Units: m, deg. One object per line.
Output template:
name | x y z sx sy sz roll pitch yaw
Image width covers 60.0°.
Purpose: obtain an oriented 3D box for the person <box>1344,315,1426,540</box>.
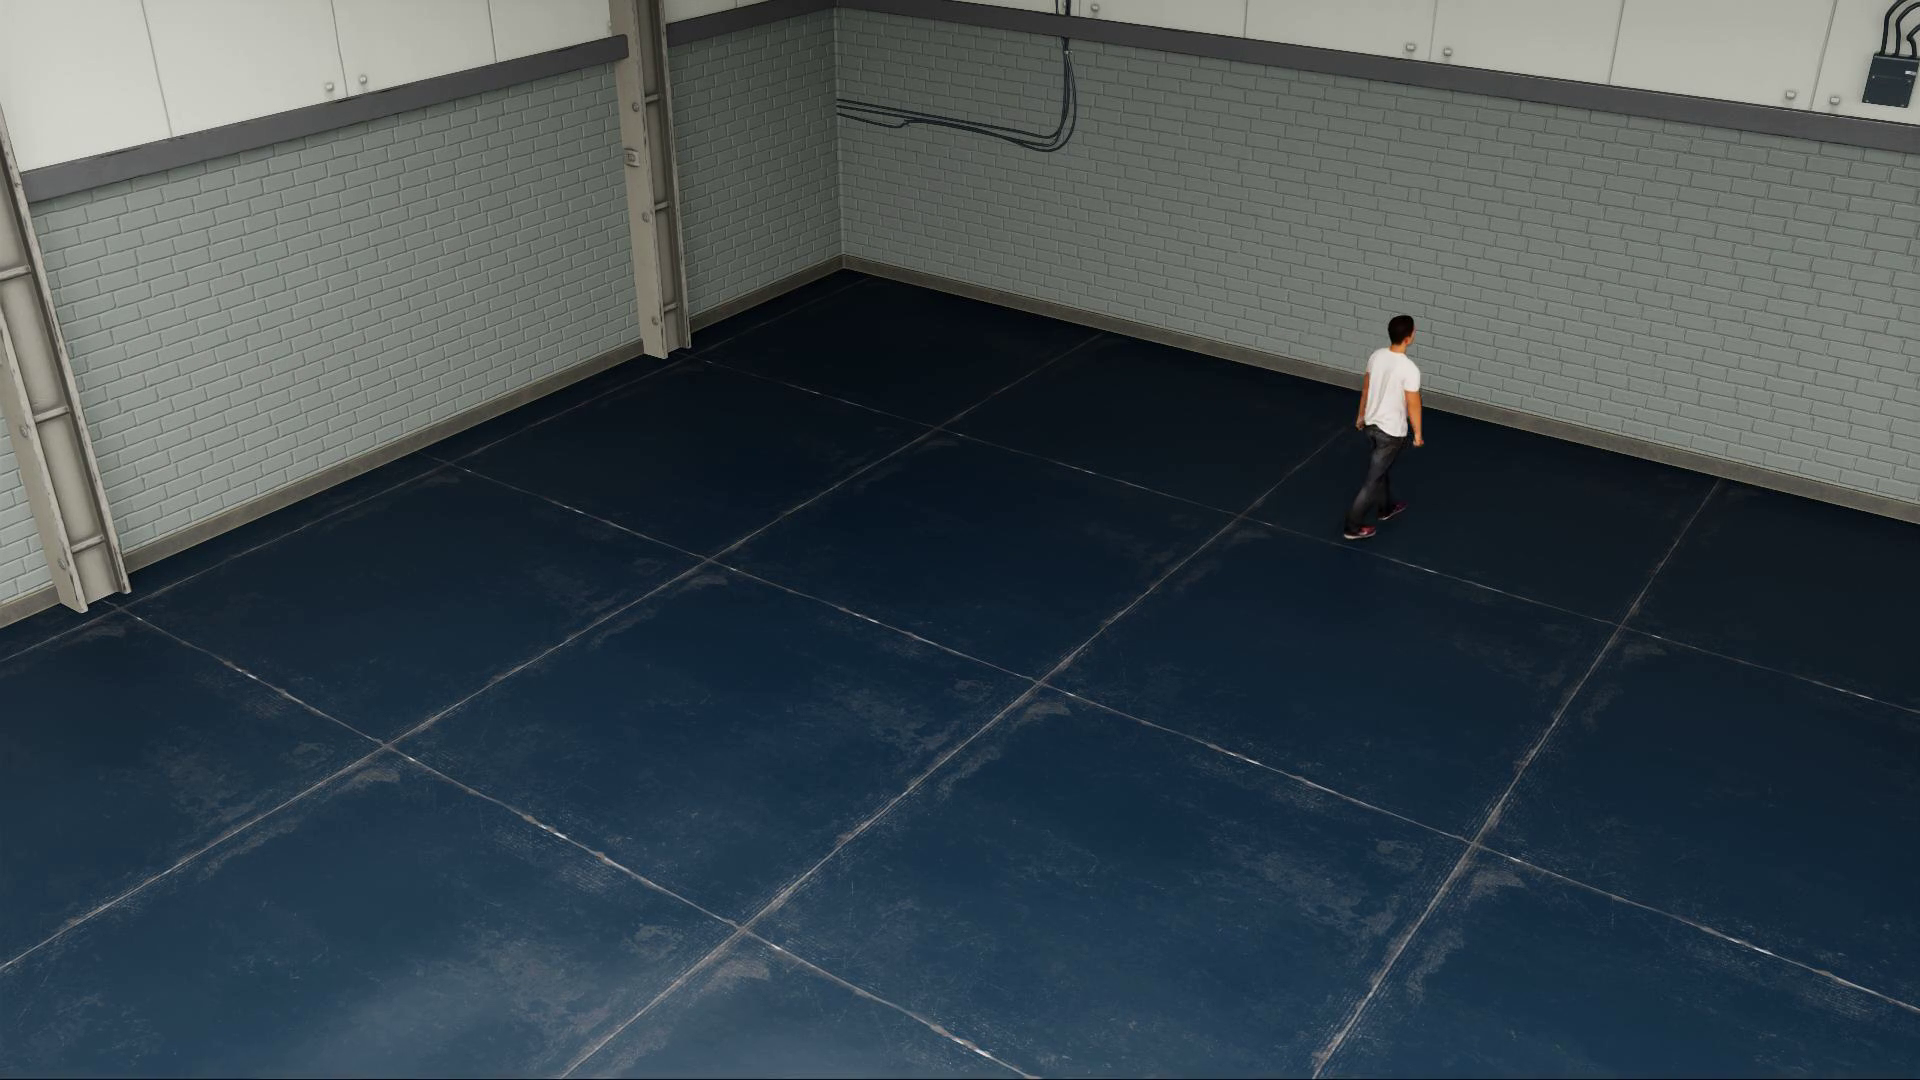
person | 3.159 -0.828 12.667 1.080 1.775 0.916 -15 31 -25
